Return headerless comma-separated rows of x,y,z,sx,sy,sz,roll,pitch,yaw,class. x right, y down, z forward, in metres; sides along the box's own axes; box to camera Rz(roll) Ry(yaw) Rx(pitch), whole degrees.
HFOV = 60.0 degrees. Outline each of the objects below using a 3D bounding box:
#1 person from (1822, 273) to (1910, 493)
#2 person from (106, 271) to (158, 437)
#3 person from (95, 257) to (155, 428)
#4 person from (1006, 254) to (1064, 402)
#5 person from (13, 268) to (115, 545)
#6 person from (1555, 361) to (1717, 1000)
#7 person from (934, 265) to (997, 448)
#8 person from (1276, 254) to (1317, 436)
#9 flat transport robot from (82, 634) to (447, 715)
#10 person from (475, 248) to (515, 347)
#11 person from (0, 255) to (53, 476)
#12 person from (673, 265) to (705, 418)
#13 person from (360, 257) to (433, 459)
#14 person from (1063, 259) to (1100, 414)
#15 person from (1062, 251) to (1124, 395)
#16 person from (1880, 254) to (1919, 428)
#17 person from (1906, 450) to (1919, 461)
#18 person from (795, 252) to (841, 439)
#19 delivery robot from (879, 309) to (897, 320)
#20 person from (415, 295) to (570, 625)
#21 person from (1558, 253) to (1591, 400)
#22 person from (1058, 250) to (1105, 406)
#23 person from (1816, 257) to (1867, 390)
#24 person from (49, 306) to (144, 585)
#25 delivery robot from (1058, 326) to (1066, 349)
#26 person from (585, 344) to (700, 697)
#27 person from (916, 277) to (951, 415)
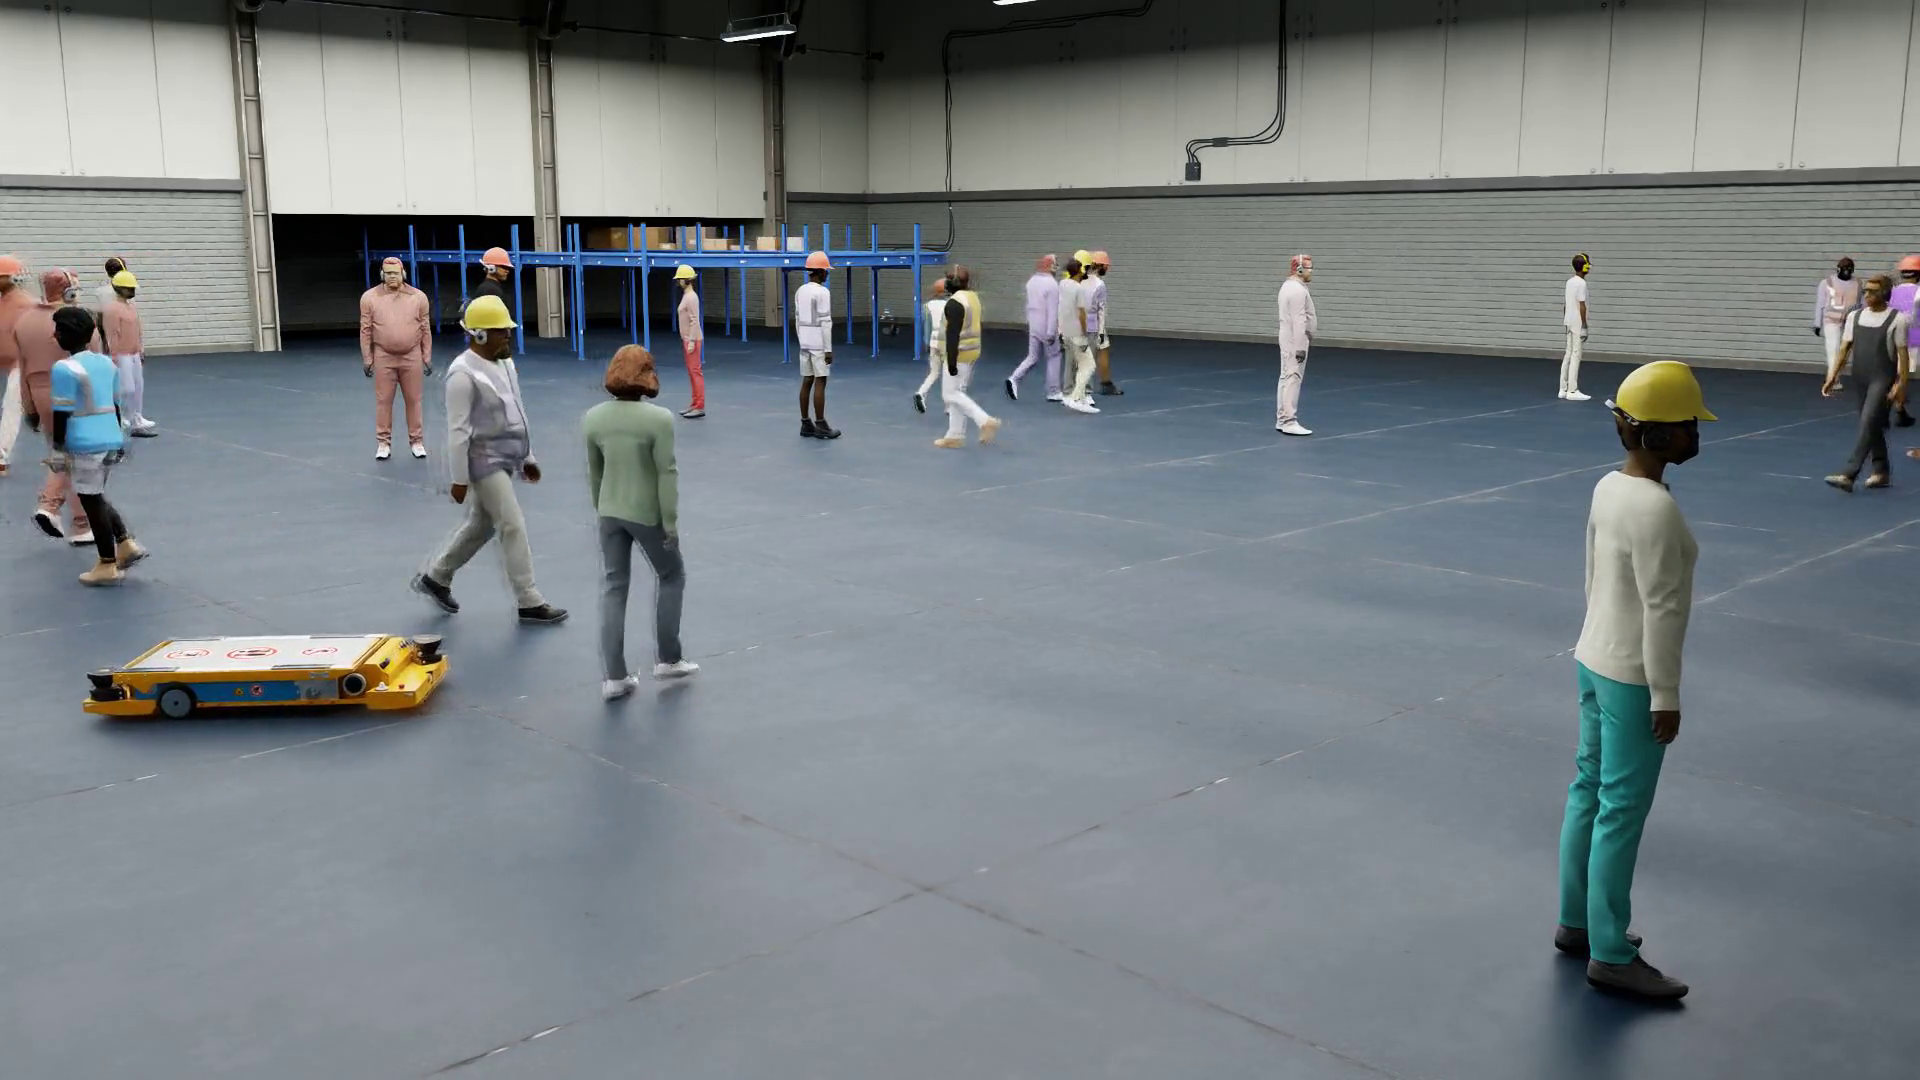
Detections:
7.567,-1.308,13.840,0.951,1.800,0.514,-5,12,-25,person
-8.825,-1.946,17.460,0.543,1.747,0.525,0,10,-1,person
-9.232,-2.171,18.336,0.524,1.871,0.325,2,11,11,person
1.013,-2.707,21.248,0.791,1.879,0.652,-7,12,-32,person
-6.081,-0.908,11.388,0.665,1.888,0.433,3,11,17,person
1.910,0.381,4.697,0.315,1.769,0.523,1,10,3,person
0.051,-1.810,16.502,0.630,1.829,0.635,4,11,19,person
3.604,-2.084,17.759,0.401,1.906,0.649,0,10,0,person
-3.164,0.609,7.655,1.431,0.197,0.652,-1,10,-5,flat transport robot
-4.502,-1.835,16.174,0.398,1.988,0.613,-6,12,-29,person
-8.457,-1.571,14.897,0.629,1.941,1.045,7,12,32,person
-3.167,-2.320,19.429,0.331,1.768,0.526,-3,11,-15,person
-5.348,-1.726,15.815,0.652,1.904,0.402,-4,11,-21,person
1.442,-2.421,19.804,0.408,1.831,0.553,-3,11,-16,person
1.757,-2.883,22.187,0.845,1.912,0.564,-1,10,-7,person
10.372,-2.182,18.314,0.893,1.908,0.553,-6,12,-28,person
9.480,-1.652,15.459,1.040,1.899,0.602,2,11,12,person
-1.504,-2.053,17.502,0.379,1.938,0.547,-8,13,-38,person
-1.563,-4.815,35.489,0.335,0.223,0.698,2,11,12,delivery robot
-2.636,-0.441,9.119,0.884,1.803,0.601,1,10,6,person
8.008,-2.766,21.560,0.316,1.875,0.531,-1,10,-4,person
1.514,-2.639,20.741,0.587,1.922,0.383,1,10,3,person
12.231,-3.019,23.127,0.632,1.816,0.869,2,11,9,person
-5.284,-0.565,10.067,0.363,1.686,0.537,0,10,1,person
1.859,-3.702,30.132,0.477,0.478,0.707,-4,11,-21,delivery robot
-1.475,-0.104,7.763,0.521,1.609,0.648,4,11,22,person
-0.232,-2.262,19.515,0.520,1.622,0.644,8,13,36,person
